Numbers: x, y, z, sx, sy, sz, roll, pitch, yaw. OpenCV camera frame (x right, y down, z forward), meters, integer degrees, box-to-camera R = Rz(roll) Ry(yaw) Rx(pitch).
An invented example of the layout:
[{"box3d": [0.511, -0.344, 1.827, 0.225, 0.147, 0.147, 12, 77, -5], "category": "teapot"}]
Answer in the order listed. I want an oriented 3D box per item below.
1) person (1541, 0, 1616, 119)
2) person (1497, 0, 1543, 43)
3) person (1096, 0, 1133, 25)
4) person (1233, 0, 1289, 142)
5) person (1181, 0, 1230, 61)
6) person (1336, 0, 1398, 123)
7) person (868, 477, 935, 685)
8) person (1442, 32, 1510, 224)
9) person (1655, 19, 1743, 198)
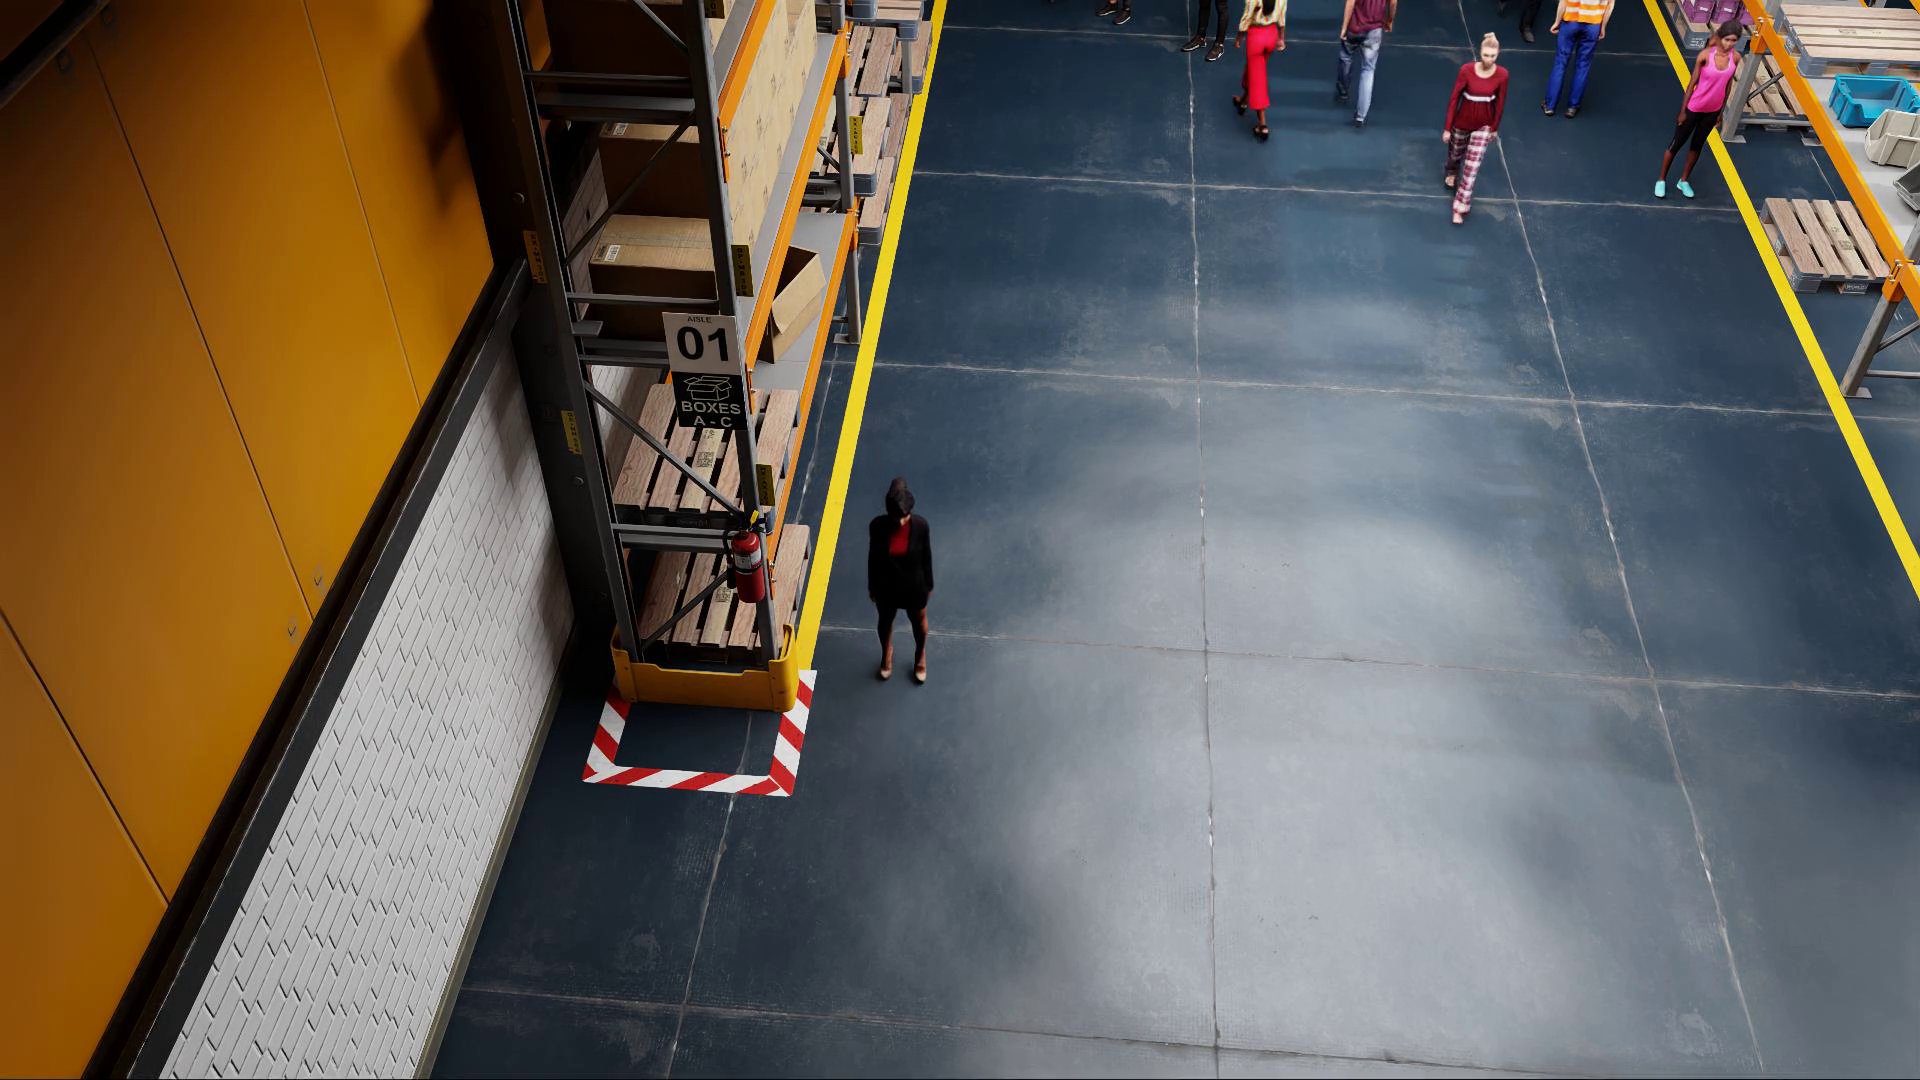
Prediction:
[{"box3d": [6.010, -4.997, 16.081, 0.730, 1.888, 0.701, 12, 45, 12], "category": "person"}, {"box3d": [6.009, -6.186, 17.394, 0.735, 1.799, 0.986, -1, 44, -1], "category": "person"}, {"box3d": [1.730, -6.360, 17.636, 0.755, 1.717, 0.692, -29, 51, -27], "category": "person"}, {"box3d": [2.899, -4.619, 15.778, 0.887, 1.759, 1.061, -17, 46, -17], "category": "person"}, {"box3d": [2.625, -5.859, 17.013, 0.744, 1.850, 0.782, 34, 53, 31], "category": "person"}, {"box3d": [3.922, -4.917, 16.054, 0.685, 1.810, 1.149, 3, 44, 3], "category": "person"}, {"box3d": [-0.399, 0.288, 10.713, 0.588, 1.640, 0.612, 0, 44, 0], "category": "person"}, {"box3d": [4.591, -3.758, 14.944, 0.736, 1.662, 1.091, 9, 44, 10], "category": "person"}, {"box3d": [6.716, -3.915, 15.063, 0.555, 1.726, 0.550, 2, 44, 2], "category": "person"}]
